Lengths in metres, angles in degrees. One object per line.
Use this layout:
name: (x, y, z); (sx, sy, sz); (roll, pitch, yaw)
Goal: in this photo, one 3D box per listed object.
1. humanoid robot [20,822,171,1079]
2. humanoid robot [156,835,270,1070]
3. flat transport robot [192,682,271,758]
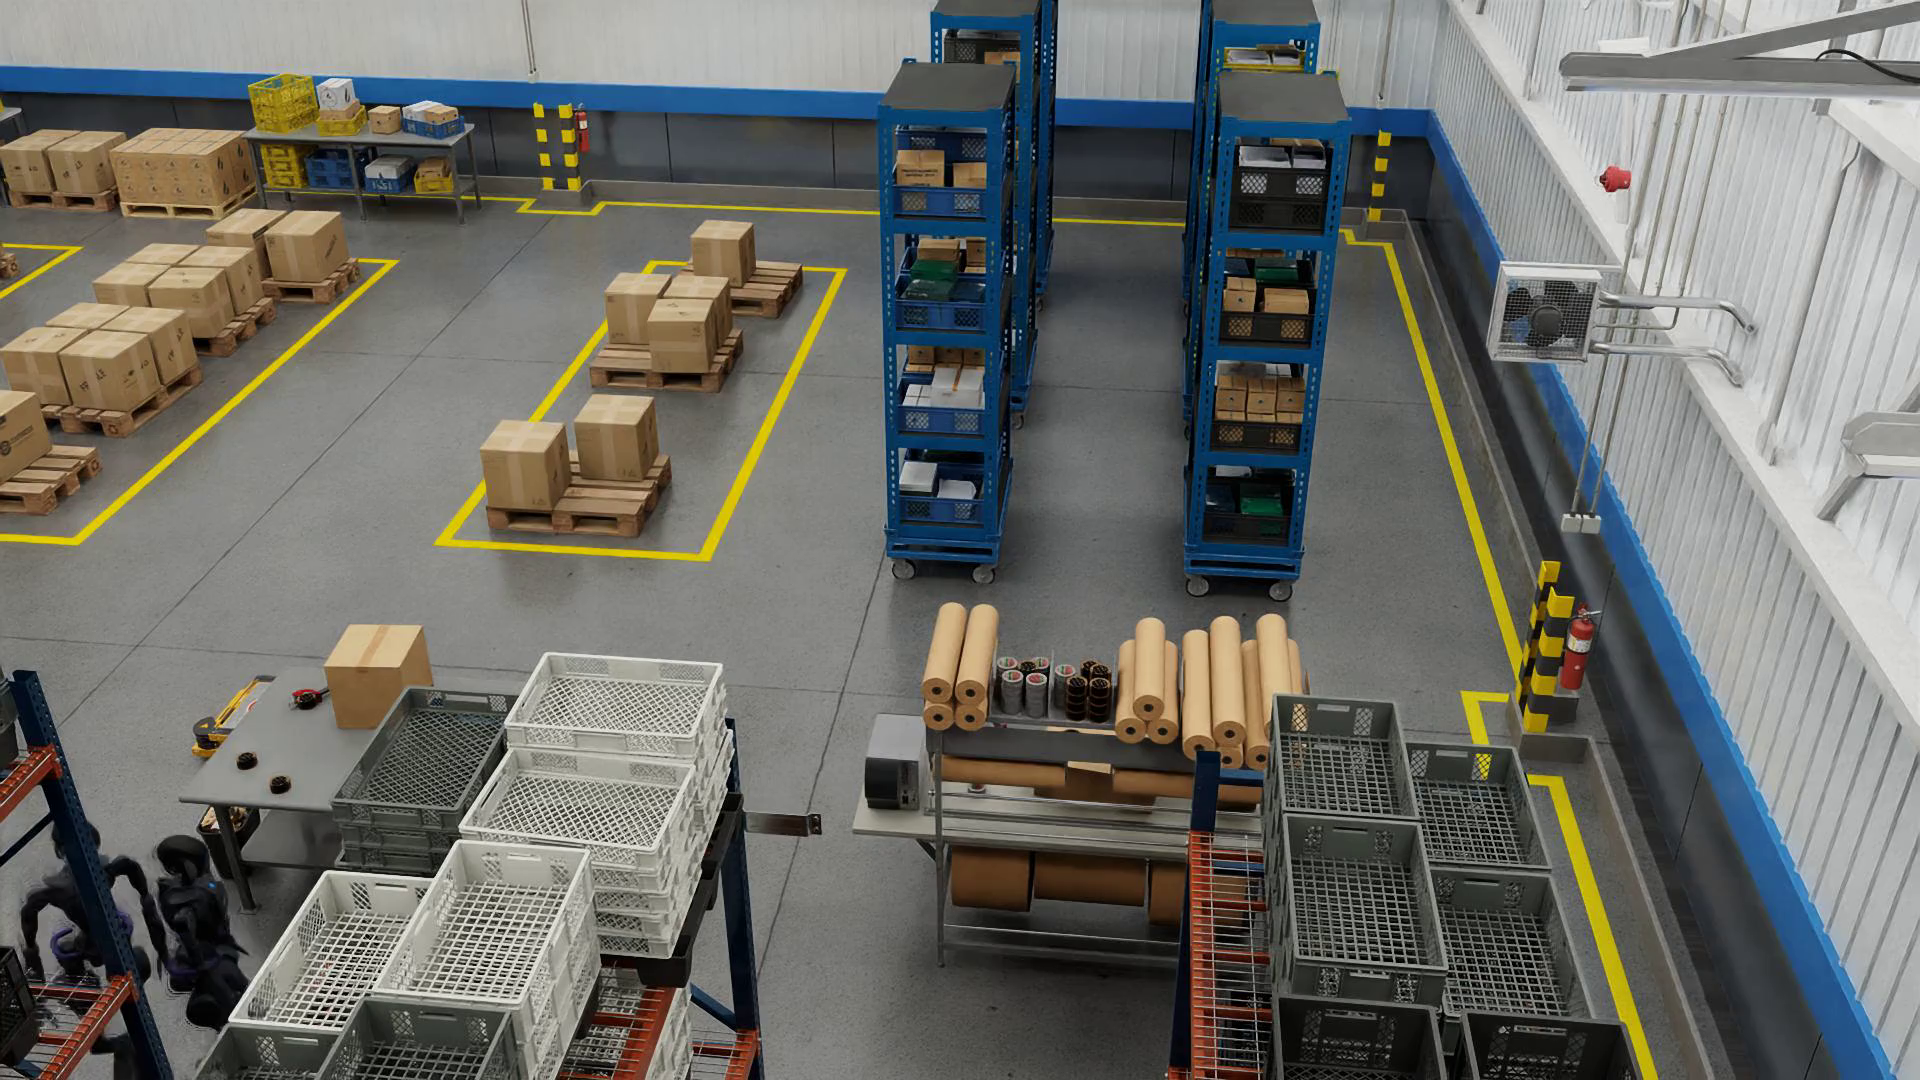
humanoid robot: (-4.098, 2.009, 7.853); (0.663, 1.634, 0.500); (-21, 36, -32)
humanoid robot: (-3.467, 2.012, 7.815); (0.419, 1.637, 0.586); (-6, 31, -9)
flat transport robot: (-4.089, 1.163, 10.648); (1.431, 0.197, 0.652); (3, 30, 6)
